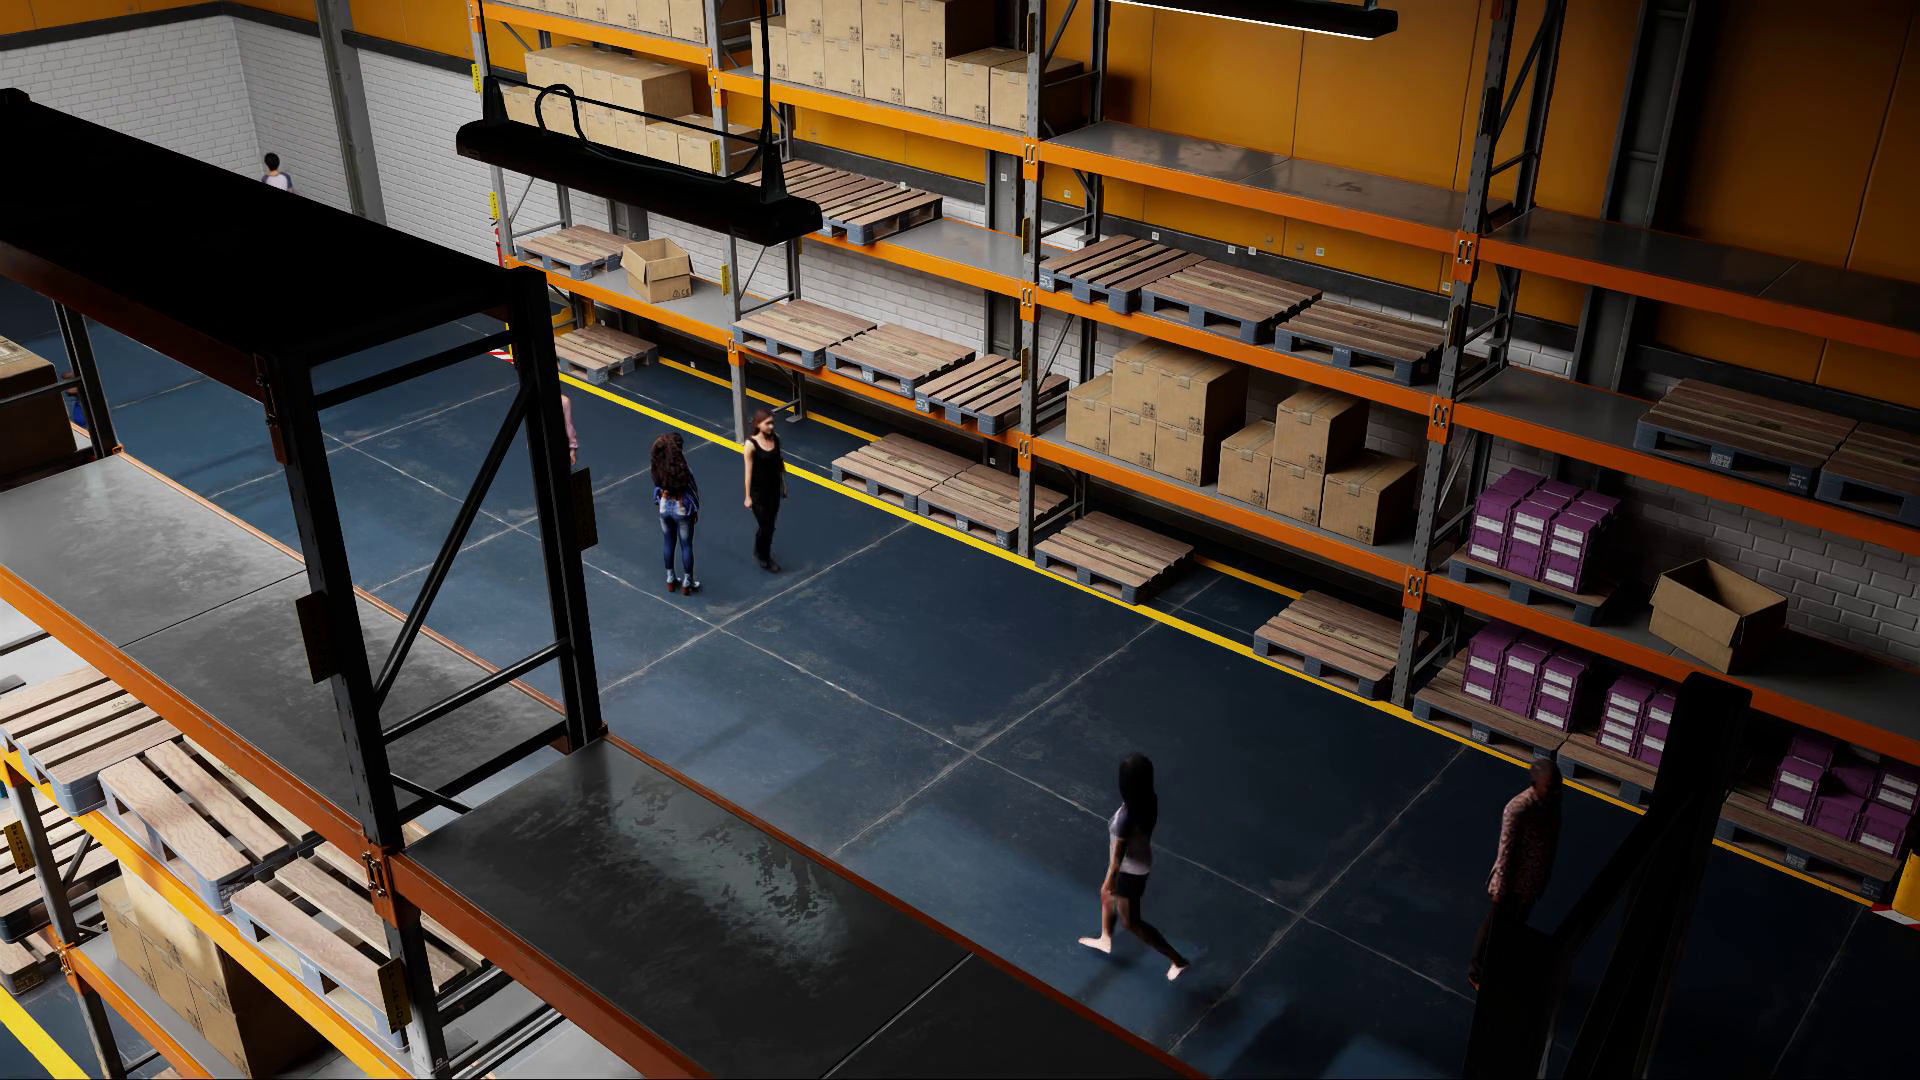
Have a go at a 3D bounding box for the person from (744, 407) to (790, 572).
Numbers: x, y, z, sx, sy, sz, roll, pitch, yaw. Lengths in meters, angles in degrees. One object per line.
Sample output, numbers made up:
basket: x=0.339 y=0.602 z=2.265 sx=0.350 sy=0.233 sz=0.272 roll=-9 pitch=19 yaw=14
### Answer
person: x=-1.899 y=-0.487 z=15.677 sx=0.589 sy=1.679 sz=0.608 roll=25 pitch=37 yaw=37

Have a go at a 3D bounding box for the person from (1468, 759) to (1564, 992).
person: x=3.603 y=2.150 z=10.709 sx=0.737 sy=1.808 sz=0.661 roll=-21 pitch=35 yaw=-33

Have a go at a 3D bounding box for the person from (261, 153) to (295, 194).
person: x=-9.598 y=-4.700 z=23.518 sx=0.634 sy=1.566 sz=0.630 roll=-15 pitch=32 yaw=-25

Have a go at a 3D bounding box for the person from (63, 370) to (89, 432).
person: x=-8.265 y=-0.794 z=16.044 sx=0.686 sy=1.866 sz=0.526 roll=-25 pitch=37 yaw=-38

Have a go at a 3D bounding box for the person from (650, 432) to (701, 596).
person: x=-2.617 y=-0.261 z=15.322 sx=0.608 sy=1.622 sz=0.742 roll=9 pitch=30 yaw=16

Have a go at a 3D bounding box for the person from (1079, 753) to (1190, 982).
person: x=1.177 y=2.158 z=10.826 sx=1.096 sy=1.681 sz=0.780 roll=12 pitch=31 yaw=21
